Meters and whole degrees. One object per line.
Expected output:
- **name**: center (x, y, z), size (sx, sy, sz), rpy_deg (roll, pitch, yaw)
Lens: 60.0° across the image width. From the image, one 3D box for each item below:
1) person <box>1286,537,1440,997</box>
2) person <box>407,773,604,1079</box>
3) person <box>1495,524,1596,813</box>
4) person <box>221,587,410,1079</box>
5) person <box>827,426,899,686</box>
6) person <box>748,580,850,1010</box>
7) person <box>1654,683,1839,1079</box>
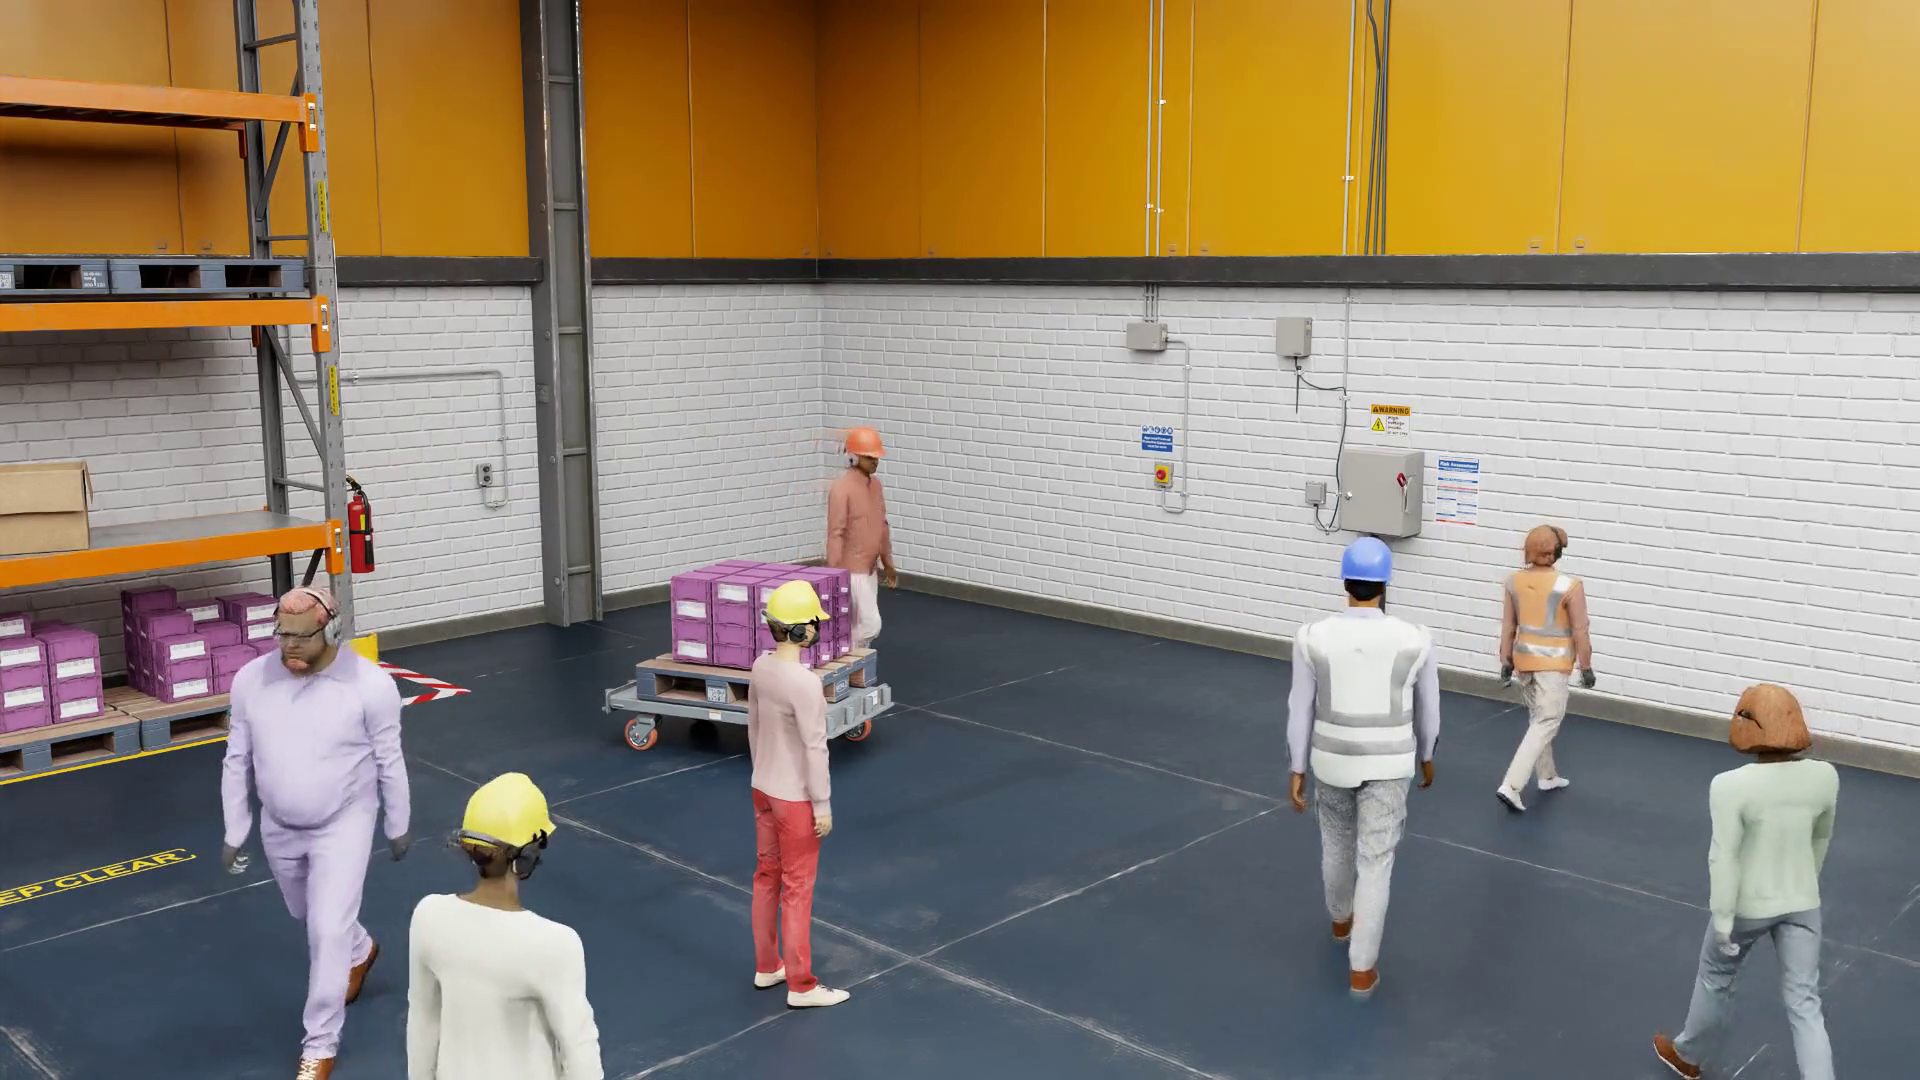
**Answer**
- **person**: center (1.742, 0.931, 7.164), size (0.617, 1.929, 0.749), rpy_deg (3, 10, 20)
- **person**: center (-1.159, 1.461, 4.324), size (0.554, 1.749, 0.407), rpy_deg (4, 10, 25)
- **person**: center (3.274, 0.709, 9.391), size (0.787, 1.607, 0.518), rpy_deg (-5, 11, -29)
- **person**: center (-2.456, 1.067, 6.437), size (0.646, 1.870, 0.960), rpy_deg (1, 9, 4)
- **person**: center (-0.681, 0.191, 11.479), size (0.441, 1.973, 0.634), rpy_deg (3, 10, 18)
- **person**: center (-0.688, 1.041, 6.881), size (0.327, 1.769, 0.525), rpy_deg (-6, 11, -34)
- **person**: center (2.856, 1.293, 5.898), size (0.502, 1.589, 0.871), rpy_deg (-1, 9, -5)
